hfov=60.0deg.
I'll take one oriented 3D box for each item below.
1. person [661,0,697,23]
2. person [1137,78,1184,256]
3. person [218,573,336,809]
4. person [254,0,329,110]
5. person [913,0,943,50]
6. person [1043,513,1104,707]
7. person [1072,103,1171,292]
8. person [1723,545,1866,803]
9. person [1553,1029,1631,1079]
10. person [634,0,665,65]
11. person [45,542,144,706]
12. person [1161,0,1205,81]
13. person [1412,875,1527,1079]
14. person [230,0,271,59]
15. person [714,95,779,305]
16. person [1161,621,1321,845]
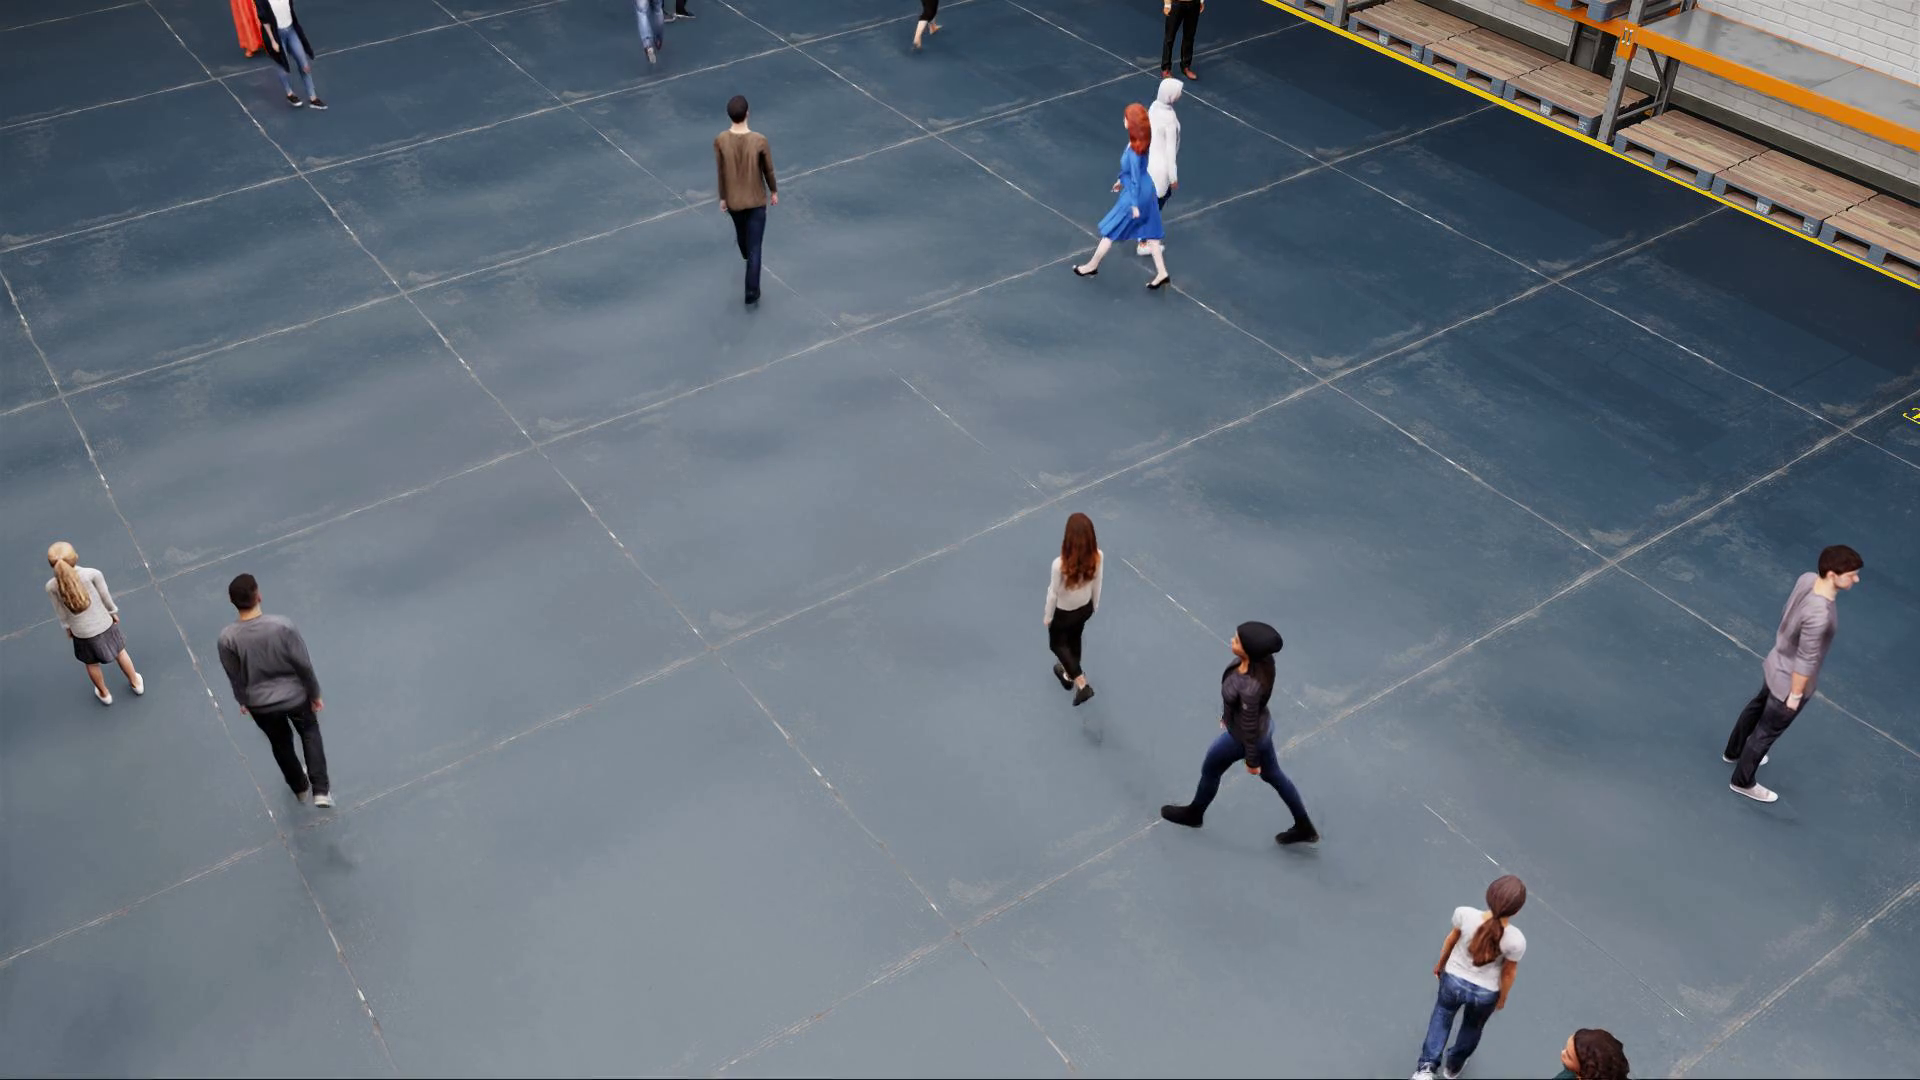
[{"bbox_3d":[-3.678,-7.116,20.124,0.880,1.726,0.818,7,39,9],"label":"person"},{"bbox_3d":[1.761,-3.450,15.503,0.775,1.764,0.632,-10,40,-12],"label":"person"},{"bbox_3d":[-4.067,0.996,9.951,0.747,1.746,0.894,-15,41,-18],"label":"person"},{"bbox_3d":[-7.479,-5.530,18.194,0.955,1.657,0.788,26,46,29],"label":"person"},{"bbox_3d":[-0.425,-6.600,19.582,1.080,1.597,0.996,16,41,19],"label":"person"},{"bbox_3d":[0.759,0.488,10.806,0.607,1.472,0.798,-18,42,-21],"label":"person"},{"bbox_3d":[1.676,-3.012,14.954,1.210,1.765,1.008,13,40,16],"label":"person"},{"bbox_3d":[5.061,0.781,10.136,0.768,1.851,0.736,9,39,11],"label":"person"},{"bbox_3d":[2.910,2.843,7.755,0.789,1.600,0.720,-1,39,-1],"label":"person"},{"bbox_3d":[-3.614,-6.404,19.165,0.956,1.810,1.222,-7,39,-9],"label":"person"},{"bbox_3d":[-5.703,0.536,10.905,0.517,1.274,0.535,-19,42,-22],"label":"person"},{"bbox_3d":[2.535,-6.087,18.813,0.723,1.754,0.675,-12,40,-15],"label":"person"},{"bbox_3d":[2.585,2.300,8.477,0.789,1.548,0.765,22,44,25],"label":"person"},{"bbox_3d":[-8.345,-6.532,19.331,0.709,1.803,0.714,-7,39,-9],"label":"person"},{"bbox_3d":[-1.922,-2.997,14.877,1.151,1.838,1.266,3,39,4],"label":"person"},{"bbox_3d":[1.783,1.179,9.760,1.256,1.698,1.051,12,40,14],"label":"person"}]
